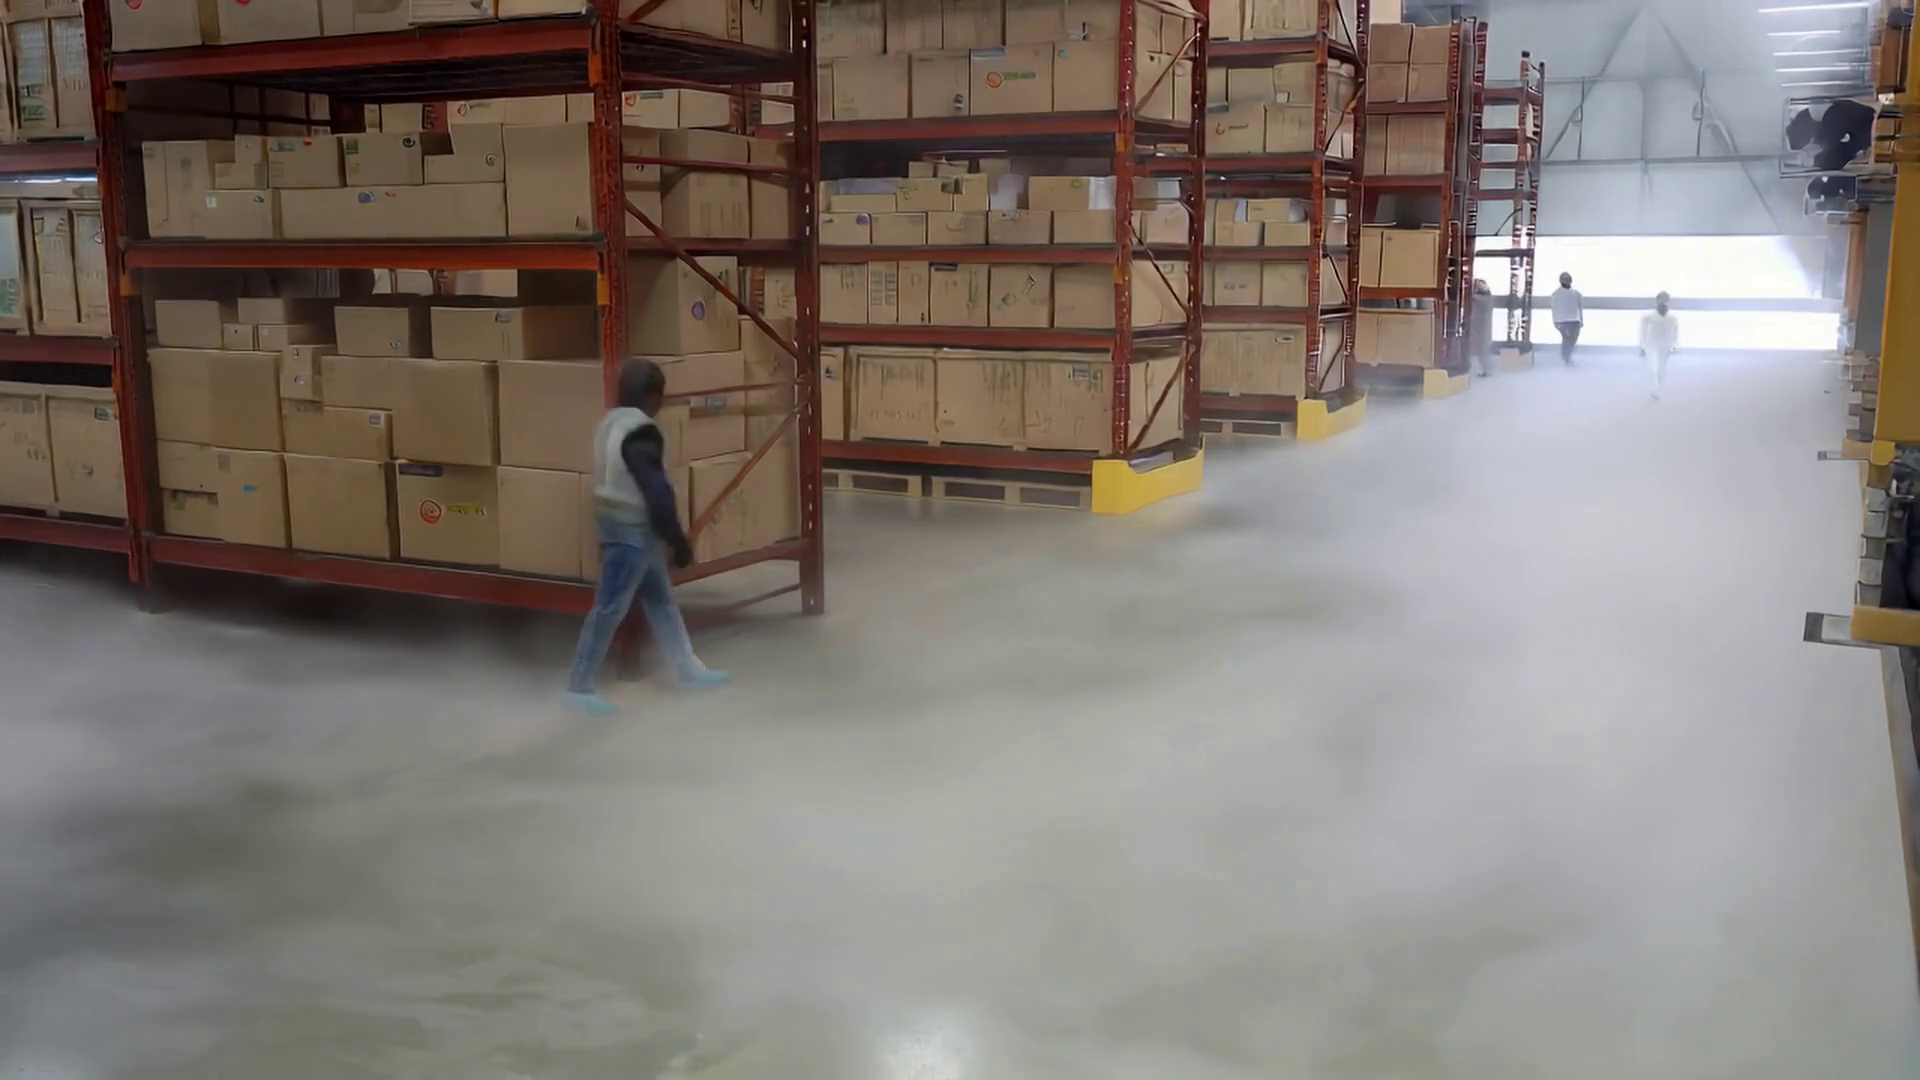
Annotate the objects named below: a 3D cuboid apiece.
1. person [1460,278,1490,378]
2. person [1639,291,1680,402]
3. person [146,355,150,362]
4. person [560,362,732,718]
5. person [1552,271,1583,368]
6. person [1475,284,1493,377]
[{"bbox_3d":[9.507,-3.914,30.867,0.901,1.856,0.655,-4,10,-20],"label":"person"},{"bbox_3d":[10.975,-3.020,26.054,0.568,1.730,0.612,1,10,4],"label":"person"},{"bbox_3d":[-7.732,-1.391,16.185,0.996,1.900,0.540,3,10,19],"label":"person"},{"bbox_3d":[-1.643,-0.005,8.485,0.949,1.782,0.729,-4,11,-21],"label":"person"},{"bbox_3d":[12.342,-4.491,33.901,0.633,1.957,0.637,0,10,-2],"label":"person"},{"bbox_3d":[9.861,-3.929,31.291,0.313,1.740,0.486,3,10,19],"label":"person"}]
